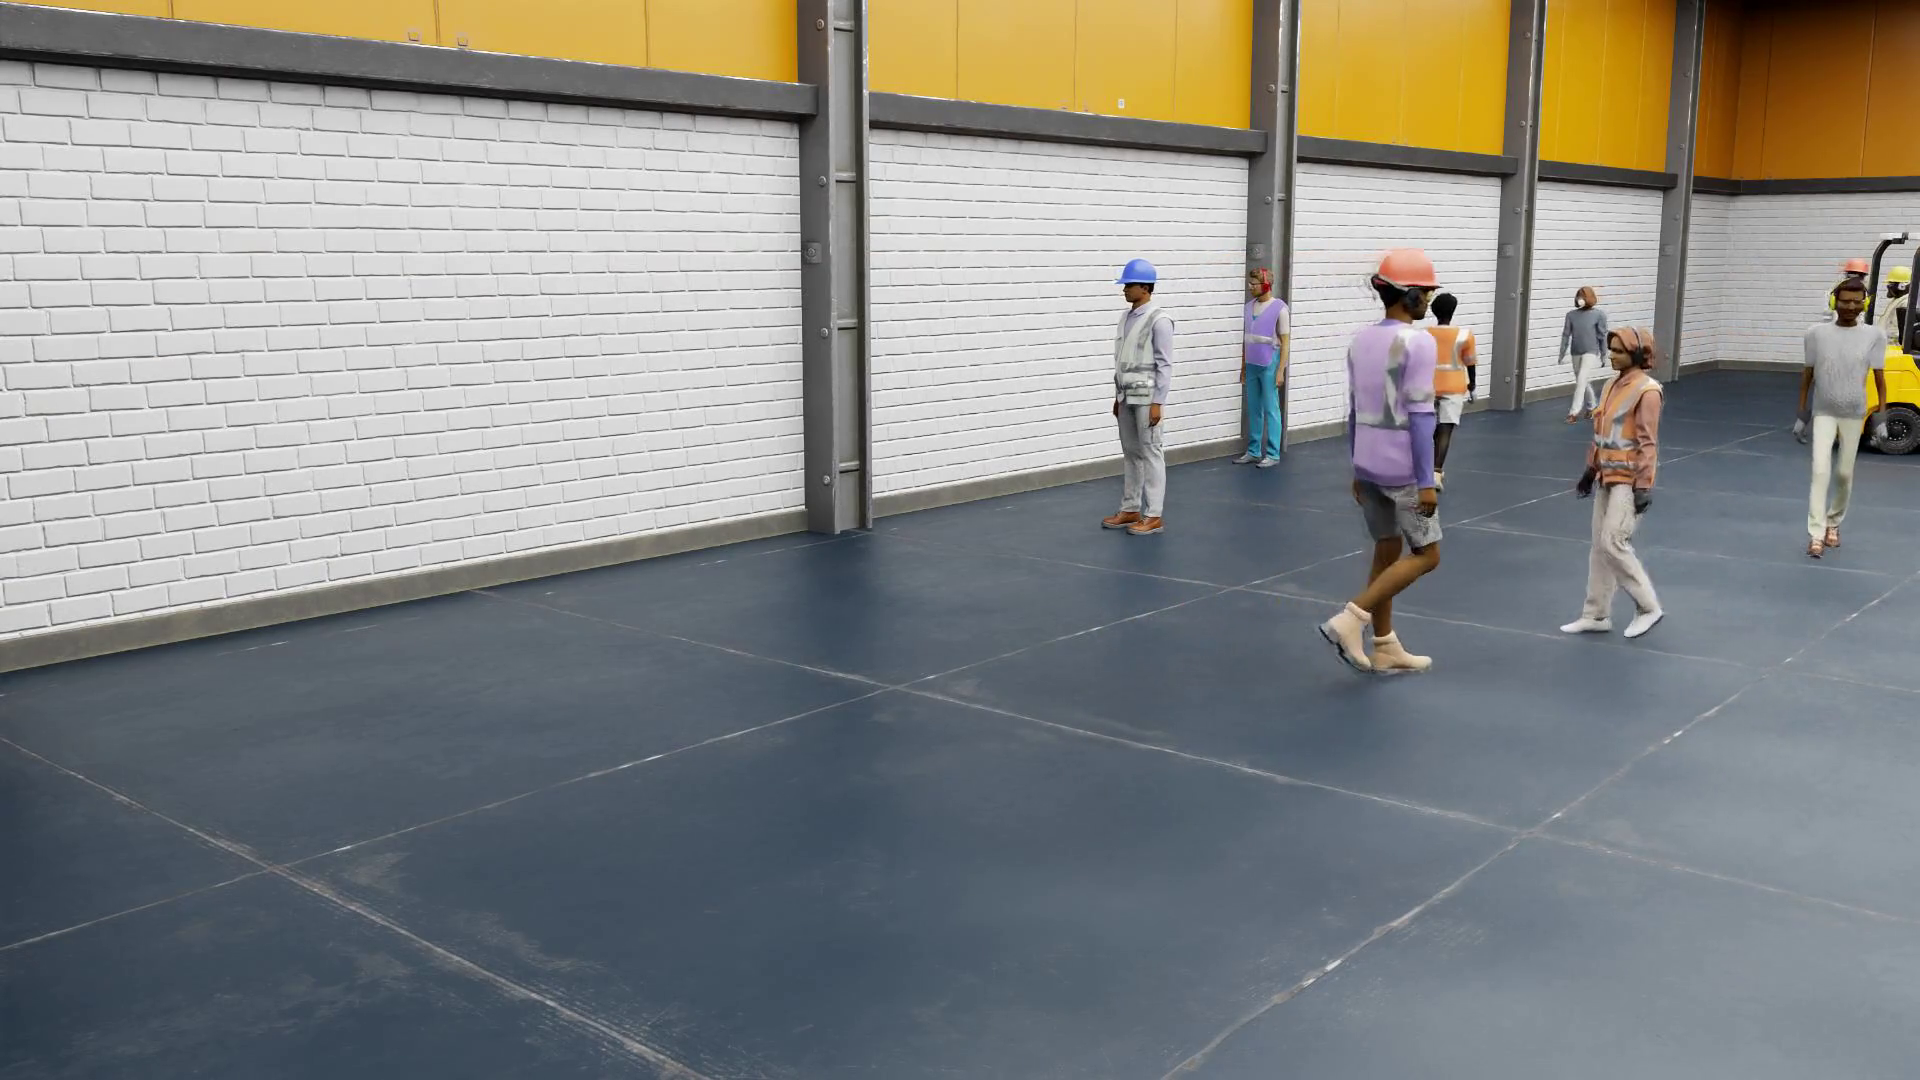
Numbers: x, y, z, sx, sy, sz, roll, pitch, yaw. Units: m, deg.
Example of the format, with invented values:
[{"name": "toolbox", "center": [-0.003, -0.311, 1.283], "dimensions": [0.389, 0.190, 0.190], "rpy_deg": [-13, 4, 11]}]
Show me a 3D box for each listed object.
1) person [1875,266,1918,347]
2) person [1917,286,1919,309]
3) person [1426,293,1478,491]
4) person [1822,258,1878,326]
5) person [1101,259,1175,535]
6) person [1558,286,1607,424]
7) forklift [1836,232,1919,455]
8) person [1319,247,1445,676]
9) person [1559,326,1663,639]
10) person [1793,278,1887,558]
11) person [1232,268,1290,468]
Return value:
[{"name": "person", "center": [10.039, -2.018, 17.888], "dimensions": [0.404, 1.833, 0.590], "rpy_deg": [3, 10, 16]}, {"name": "person", "center": [13.612, -2.949, 23.039], "dimensions": [0.673, 1.884, 0.587], "rpy_deg": [9, 13, 42]}, {"name": "person", "center": [4.079, -1.256, 14.065], "dimensions": [0.535, 1.652, 0.885], "rpy_deg": [6, 12, 32]}, {"name": "person", "center": [10.192, -2.253, 19.003], "dimensions": [0.812, 1.902, 0.540], "rpy_deg": [-8, 13, -39]}, {"name": "person", "center": [1.277, -1.015, 11.844], "dimensions": [0.390, 1.949, 0.602], "rpy_deg": [-5, 11, -26]}, {"name": "person", "center": [7.317, -2.175, 19.470], "dimensions": [0.844, 1.592, 0.513], "rpy_deg": [-8, 13, -39]}, {"name": "forklift", "center": [9.955, -1.972, 16.595], "dimensions": [2.313, 2.155, 1.214], "rpy_deg": [1, 10, 8]}, {"name": "person", "center": [1.983, -0.335, 7.736], "dimensions": [0.554, 2.032, 0.623], "rpy_deg": [-3, 10, -17]}, {"name": "person", "center": [3.395, -0.291, 8.627], "dimensions": [0.397, 1.633, 0.537], "rpy_deg": [0, 10, -1]}, {"name": "person", "center": [5.871, -0.822, 11.084], "dimensions": [0.547, 1.839, 0.805], "rpy_deg": [5, 11, 25]}, {"name": "person", "center": [2.823, -1.588, 15.414], "dimensions": [0.374, 1.838, 0.572], "rpy_deg": [-6, 12, -30]}]
